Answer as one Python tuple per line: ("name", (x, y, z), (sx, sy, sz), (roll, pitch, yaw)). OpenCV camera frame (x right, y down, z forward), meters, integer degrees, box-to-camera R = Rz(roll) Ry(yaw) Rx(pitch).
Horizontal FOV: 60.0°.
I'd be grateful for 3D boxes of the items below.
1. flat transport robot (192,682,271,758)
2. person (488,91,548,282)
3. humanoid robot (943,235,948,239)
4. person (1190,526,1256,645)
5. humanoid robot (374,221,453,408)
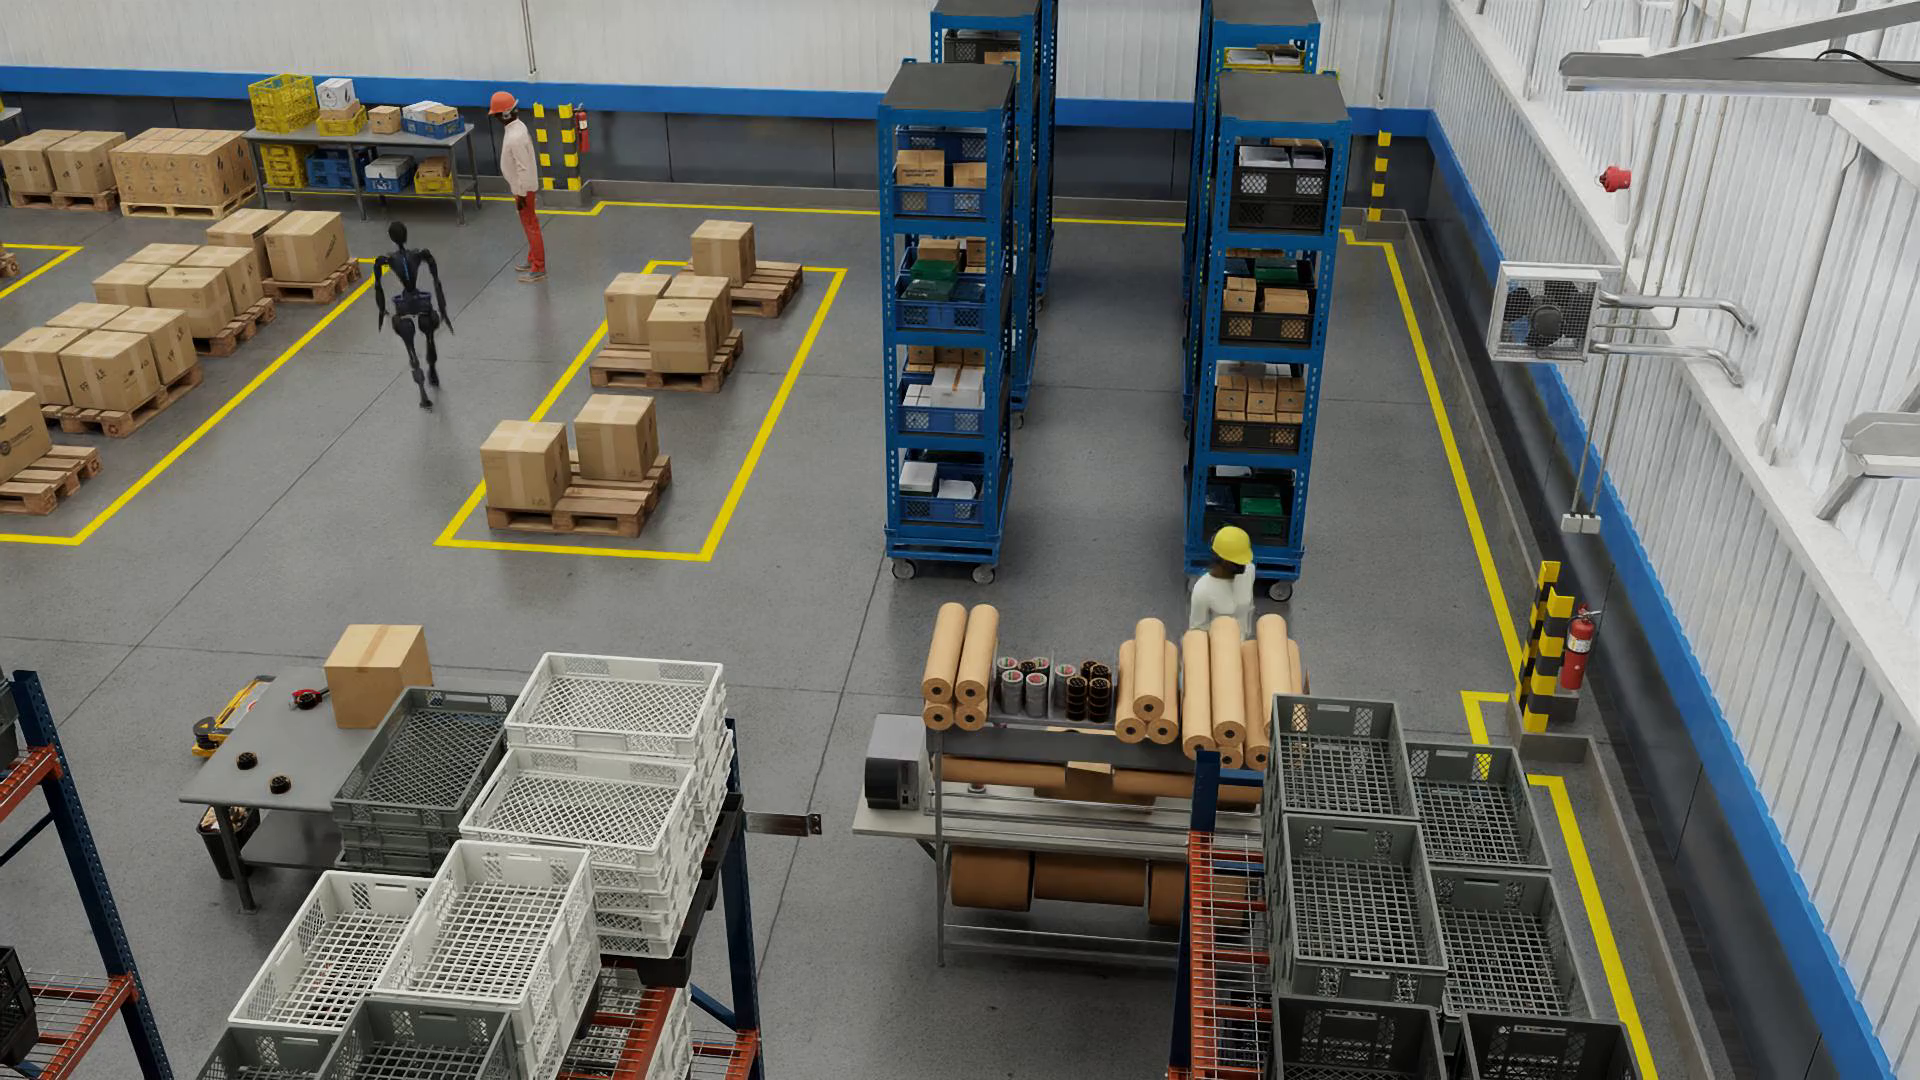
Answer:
("flat transport robot", (-4.089, 1.163, 10.648), (1.431, 0.197, 0.652), (3, 30, 6))
("person", (-4.578, -3.668, 17.272), (0.405, 1.982, 0.610), (-8, 31, -13))
("humanoid robot", (-0.146, -3.674, 17.617), (0.617, 1.622, 0.777), (5, 31, 9))
("person", (1.598, 0.683, 10.019), (0.537, 1.748, 0.371), (-21, 36, -32))
("humanoid robot", (-4.870, -2.015, 14.803), (0.606, 1.637, 0.791), (-12, 32, -20))
